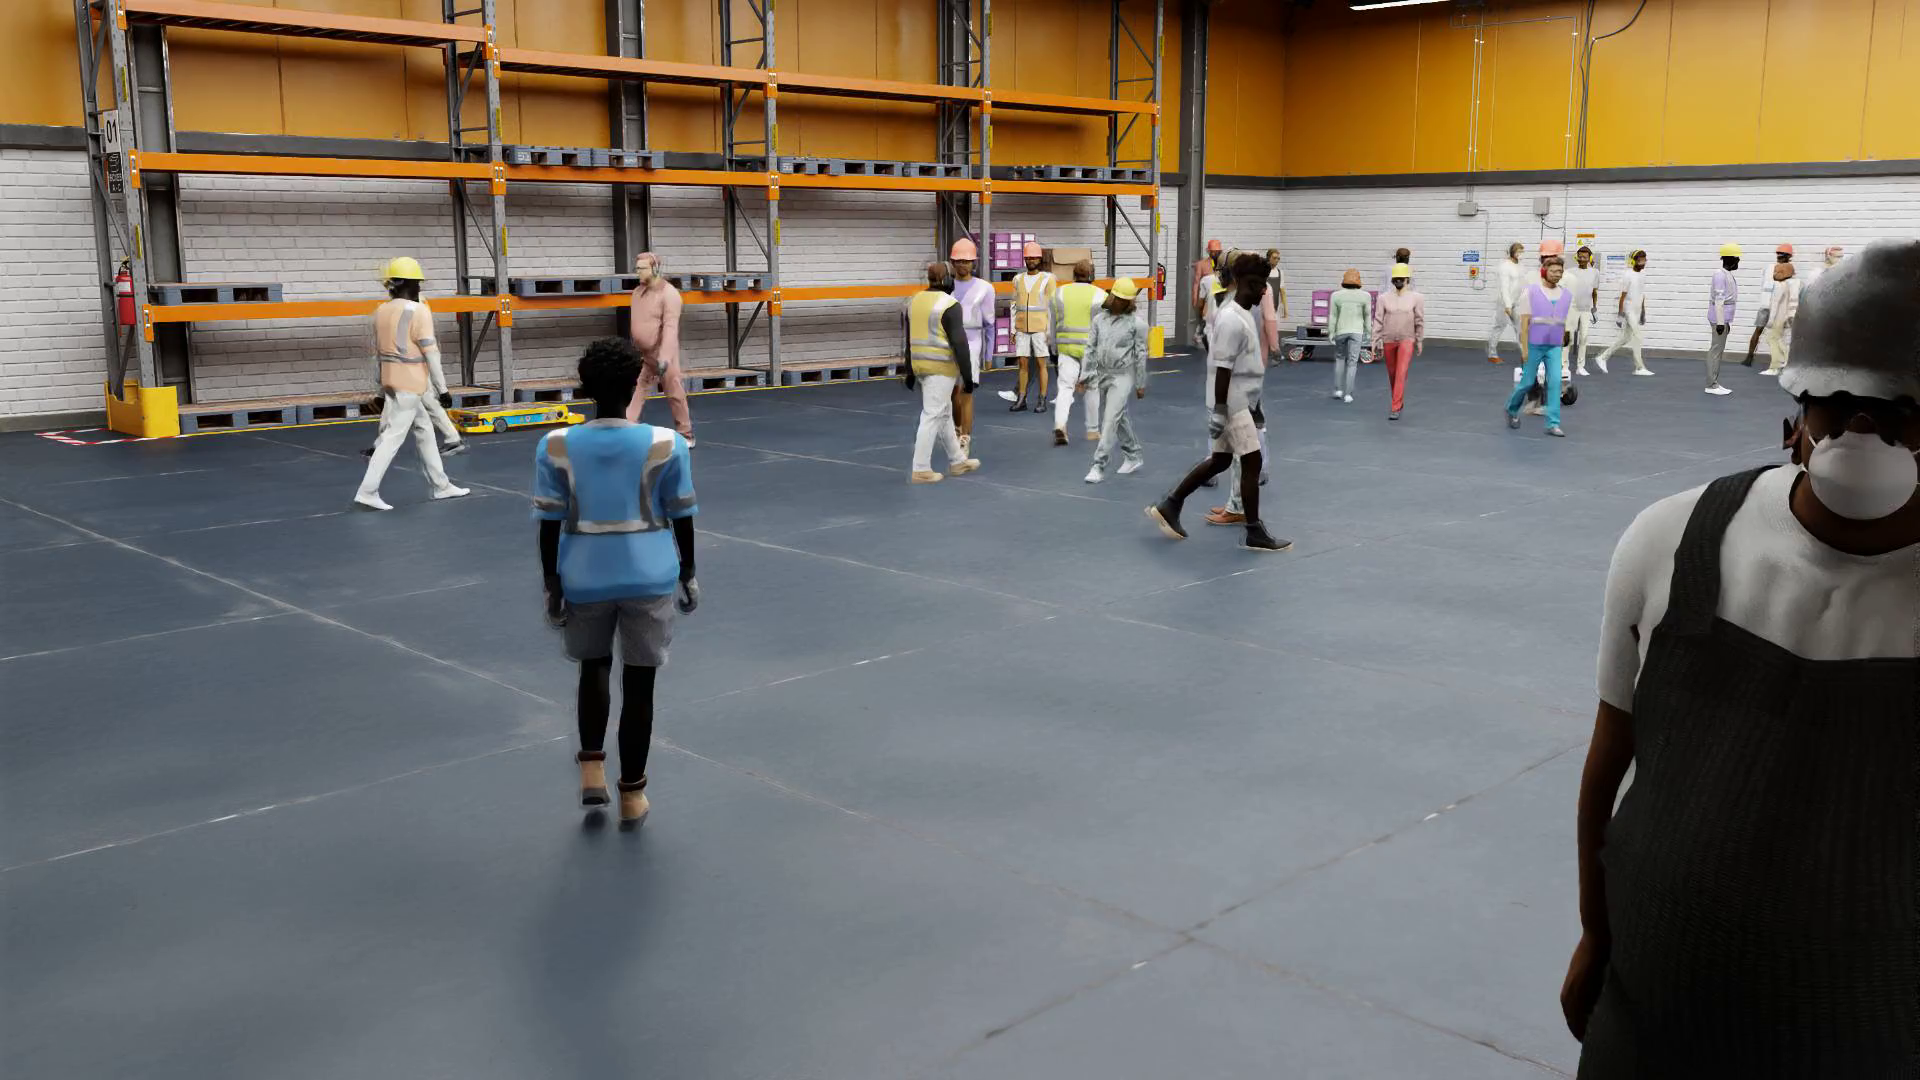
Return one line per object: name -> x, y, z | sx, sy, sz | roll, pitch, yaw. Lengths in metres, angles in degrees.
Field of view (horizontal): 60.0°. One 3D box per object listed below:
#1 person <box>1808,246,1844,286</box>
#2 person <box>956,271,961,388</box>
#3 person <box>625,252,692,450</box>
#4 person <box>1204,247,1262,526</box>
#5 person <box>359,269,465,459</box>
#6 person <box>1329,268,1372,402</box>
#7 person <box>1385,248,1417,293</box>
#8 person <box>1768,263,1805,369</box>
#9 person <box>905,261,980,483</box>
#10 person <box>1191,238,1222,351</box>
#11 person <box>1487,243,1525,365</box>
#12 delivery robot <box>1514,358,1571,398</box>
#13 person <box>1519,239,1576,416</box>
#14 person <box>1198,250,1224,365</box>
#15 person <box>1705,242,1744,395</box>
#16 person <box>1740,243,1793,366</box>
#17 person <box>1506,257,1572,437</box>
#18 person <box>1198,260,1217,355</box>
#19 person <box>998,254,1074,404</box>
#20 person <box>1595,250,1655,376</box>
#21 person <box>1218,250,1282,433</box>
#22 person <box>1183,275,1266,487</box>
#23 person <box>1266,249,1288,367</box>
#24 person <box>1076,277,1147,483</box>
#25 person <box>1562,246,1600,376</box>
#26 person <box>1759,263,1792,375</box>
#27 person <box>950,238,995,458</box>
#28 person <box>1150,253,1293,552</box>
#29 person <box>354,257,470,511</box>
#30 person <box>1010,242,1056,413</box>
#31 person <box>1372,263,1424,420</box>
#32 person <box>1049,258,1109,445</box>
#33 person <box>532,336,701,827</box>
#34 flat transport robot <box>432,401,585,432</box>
person -> 11.498, -2.970, 22.167 | 0.654, 1.892, 0.643 | -5, 12, -27
person -> -0.079, -2.826, 22.065 | 0.505, 1.632, 0.269 | 5, 11, 24
person -> -2.878, -1.698, 15.296 | 0.659, 1.847, 1.007 | 9, 13, 39
person -> 1.916, -1.058, 11.598 | 0.376, 1.937, 0.629 | 3, 11, 18
person -> -5.006, -1.625, 15.180 | 0.918, 1.767, 0.608 | -1, 10, -6
person -> 4.783, -2.506, 20.376 | 0.500, 1.612, 0.634 | 4, 11, 21
person -> 7.325, -3.918, 27.529 | 0.571, 1.809, 0.636 | 9, 14, 39
person -> 12.649, -3.404, 25.290 | 0.694, 1.602, 0.319 | 0, 10, 3
person -> -0.089, -1.388, 13.759 | 0.895, 1.801, 0.654 | -7, 13, -35
person -> 4.247, -4.127, 28.241 | 0.667, 1.968, 0.624 | -3, 11, -16
person -> 8.638, -3.652, 25.841 | 0.652, 1.894, 0.968 | -8, 13, -38
delivery robot -> 6.996, -1.950, 19.977 | 0.477, 0.478, 0.707 | -4, 11, -20
person -> 6.551, -2.369, 18.626 | 0.643, 1.976, 0.483 | 8, 13, 38
person -> 3.271, -2.715, 20.943 | 0.552, 1.827, 0.945 | 3, 11, 15
person -> 9.752, -2.823, 21.245 | 0.369, 1.928, 0.585 | 6, 12, 30
person -> 12.516, -3.591, 25.543 | 0.438, 1.906, 0.849 | -4, 11, -21
person -> 5.943, -1.990, 17.033 | 0.574, 1.816, 0.852 | -2, 11, -10
person -> 3.747, -3.249, 24.214 | 0.547, 1.681, 0.442 | 4, 11, 19
person -> 0.948, -2.550, 19.951 | 0.972, 1.851, 0.603 | 3, 11, 16
person -> 9.735, -3.315, 24.255 | 0.541, 1.823, 0.875 | -9, 14, -40
person -> 2.862, -1.951, 16.634 | 0.886, 1.877, 0.647 | -8, 13, -36
person -> 2.162, -1.265, 13.285 | 0.848, 1.714, 0.644 | -7, 12, -33
person -> 4.815, -3.564, 25.612 | 0.524, 1.800, 0.969 | -5, 12, -25
person -> 1.315, -1.343, 13.854 | 0.502, 1.687, 0.927 | 8, 13, 38
person -> 8.963, -3.297, 24.030 | 0.513, 1.857, 0.329 | 0, 10, 2
person -> 11.854, -3.186, 24.058 | 0.405, 1.620, 0.504 | 7, 13, 34
person -> 0.004, -1.762, 15.295 | 0.620, 2.017, 0.903 | 3, 11, 13
person -> 1.704, -0.898, 10.801 | 0.894, 1.923, 0.600 | 2, 11, 13
person -> -4.159, -1.168, 12.405 | 0.584, 1.873, 1.026 | 9, 14, 41
person -> 0.822, -2.428, 19.054 | 0.546, 1.942, 0.348 | 5, 11, 24
person -> 4.885, -2.224, 18.527 | 0.540, 1.727, 0.897 | 5, 12, 26
person -> 1.152, -1.835, 16.199 | 0.622, 1.808, 0.908 | 3, 11, 15
person -> -1.160, 0.147, 5.712 | 0.543, 1.679, 0.377 | 0, 10, 0
flat transport robot -> -4.731, -1.300, 17.464 | 0.652, 0.197, 1.431 | 9, 14, 41
